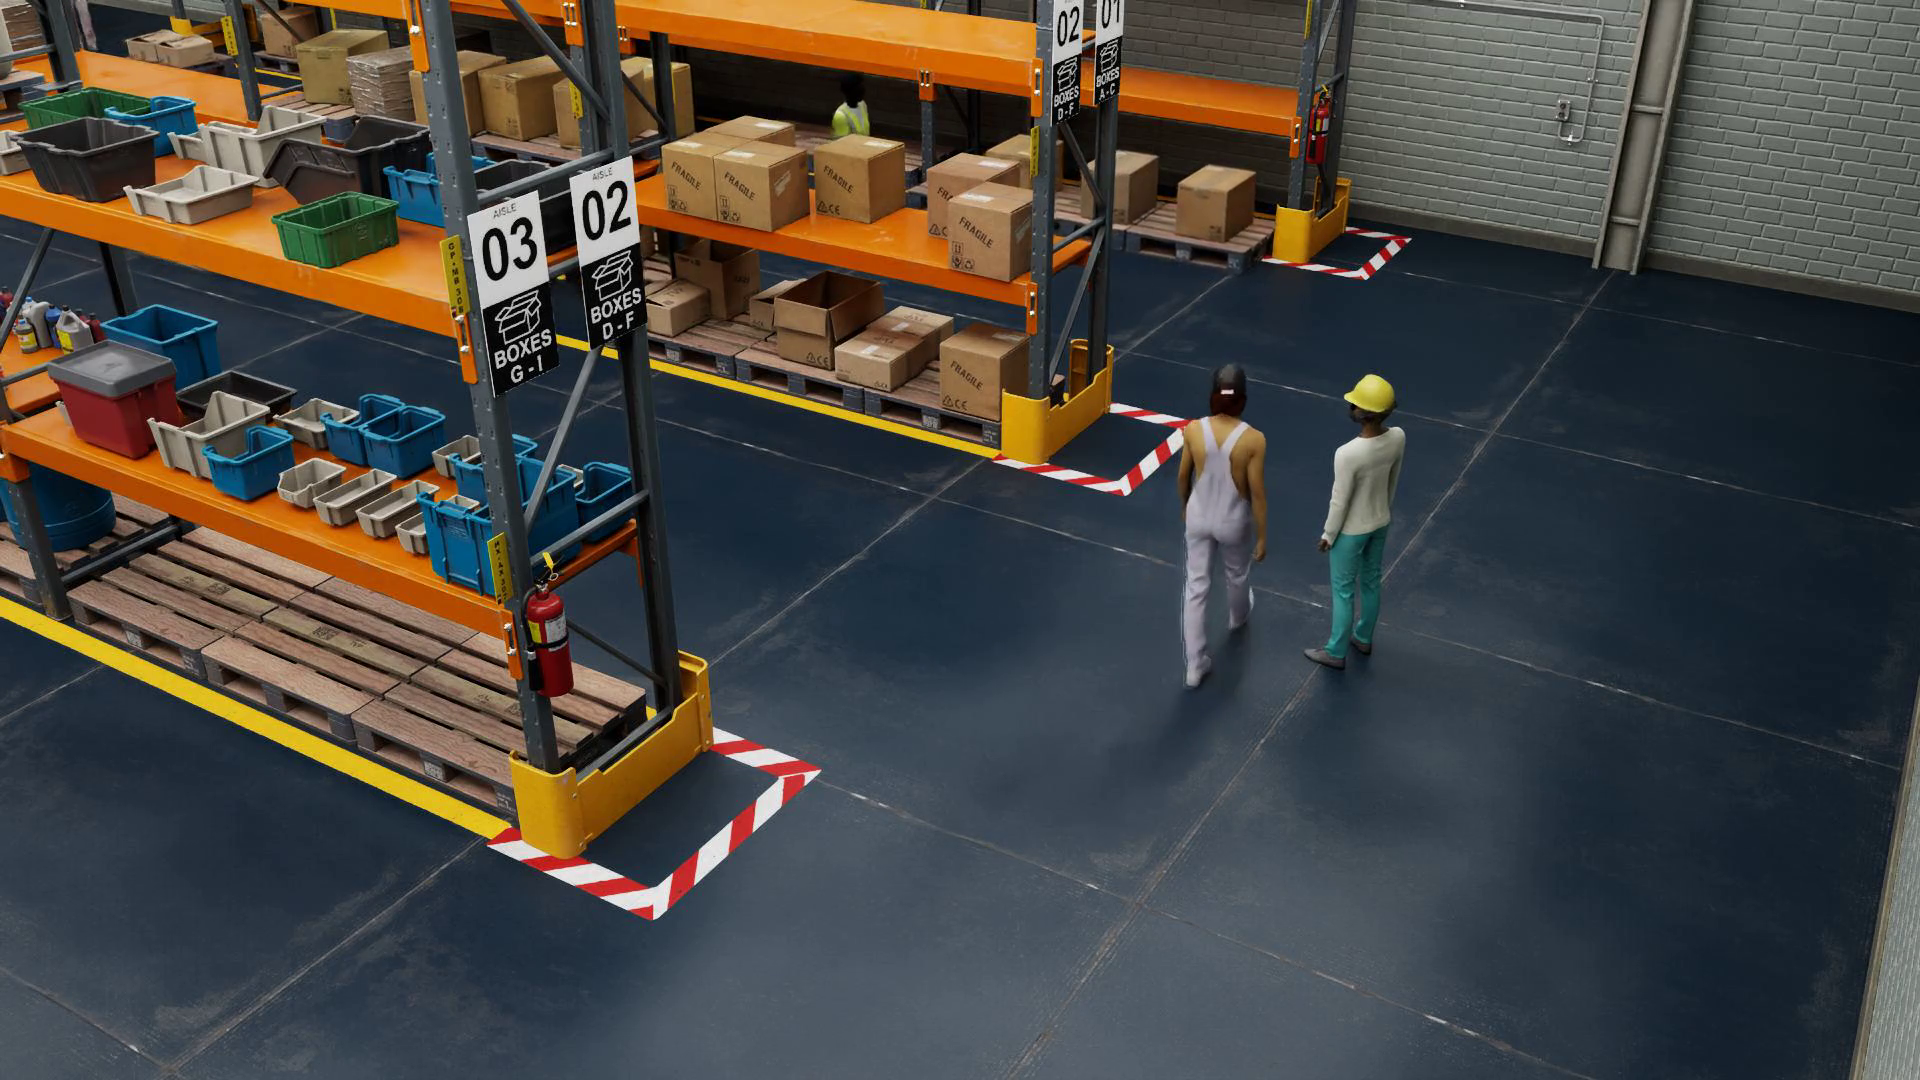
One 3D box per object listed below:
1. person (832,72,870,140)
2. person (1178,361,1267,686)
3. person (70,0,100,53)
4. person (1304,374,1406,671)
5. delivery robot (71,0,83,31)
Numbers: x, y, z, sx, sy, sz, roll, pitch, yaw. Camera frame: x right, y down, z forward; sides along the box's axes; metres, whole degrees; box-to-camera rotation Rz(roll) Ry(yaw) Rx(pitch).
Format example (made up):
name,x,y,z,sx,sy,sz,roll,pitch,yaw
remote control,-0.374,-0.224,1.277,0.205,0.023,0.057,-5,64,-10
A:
name,x,y,z,sx,sy,sz,roll,pitch,yaw
person,-0.906,-3.487,15.432,0.656,1.673,0.554,14,32,24
person,1.475,-0.142,9.299,0.538,1.811,0.957,10,31,18
person,-12.046,-7.501,22.509,0.734,1.806,0.559,25,38,37
person,2.214,-0.095,9.263,0.528,1.772,0.296,-20,35,-32
delivery robot,-13.013,-7.636,24.059,0.514,0.612,0.783,-12,31,-20
